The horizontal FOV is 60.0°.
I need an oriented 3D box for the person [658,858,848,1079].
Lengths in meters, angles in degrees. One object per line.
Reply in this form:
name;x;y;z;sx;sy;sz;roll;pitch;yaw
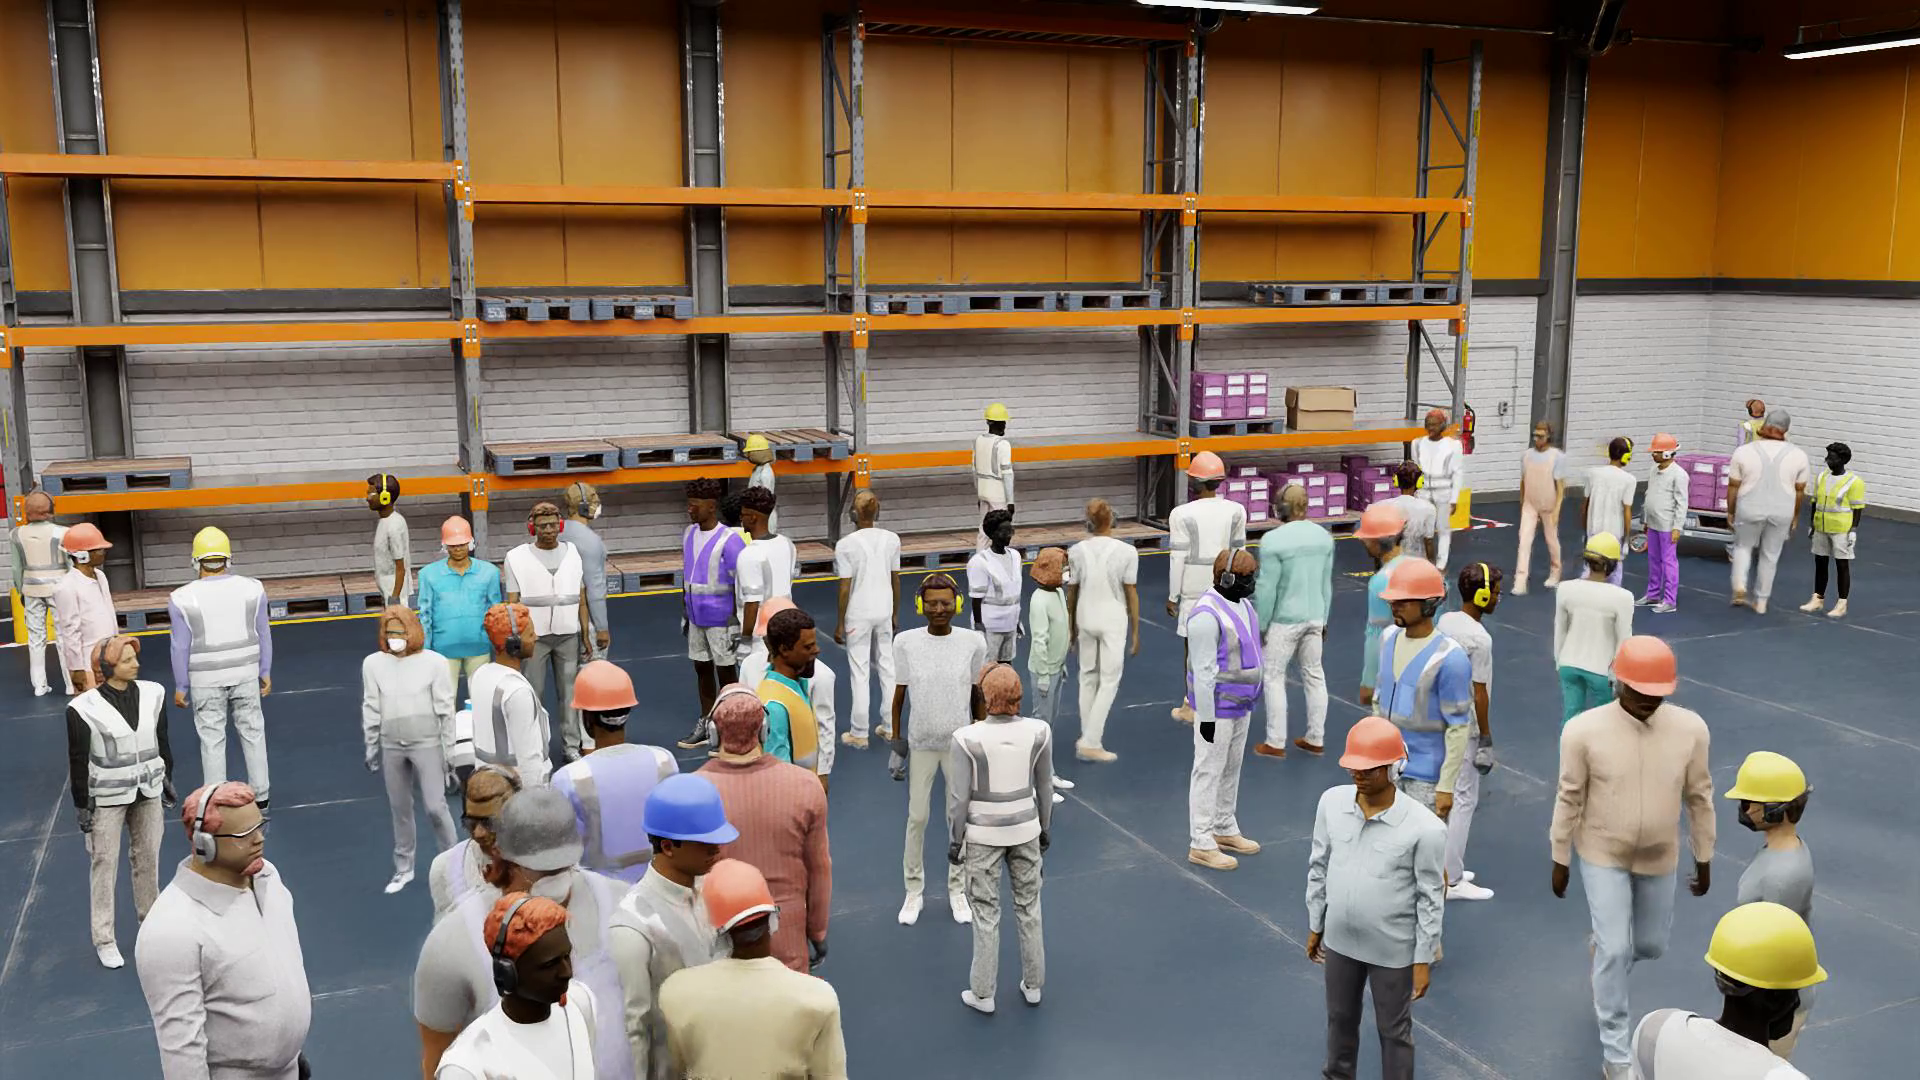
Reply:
person;-0.600;1.785;5.026;0.578;1.733;0.411;1;10;8

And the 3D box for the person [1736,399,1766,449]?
person;10.082;-0.972;21.170;0.514;1.641;0.307;-3;10;-17

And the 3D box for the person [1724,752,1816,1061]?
person;2.862;1.616;5.939;0.342;1.754;0.531;5;11;25

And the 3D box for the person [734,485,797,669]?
person;-1.311;0.609;11.115;0.369;1.967;0.601;4;11;22

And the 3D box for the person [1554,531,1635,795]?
person;4.004;0.815;10.564;0.524;1.754;0.392;9;14;43

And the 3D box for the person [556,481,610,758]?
person;-2.604;0.557;11.499;0.371;1.941;0.627;-8;13;-38

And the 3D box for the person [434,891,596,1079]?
person;-1.098;1.826;4.349;0.356;1.883;0.574;3;10;19

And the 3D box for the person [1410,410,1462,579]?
person;4.968;-0.437;17.508;0.593;1.829;0.967;7;12;34

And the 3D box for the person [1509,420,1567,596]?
person;5.994;-0.346;17.135;0.504;1.804;0.965;8;13;40

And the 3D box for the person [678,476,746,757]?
person;-1.736;0.527;11.589;0.612;1.963;0.363;9;13;41

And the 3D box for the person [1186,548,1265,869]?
person;1.524;0.952;9.539;0.429;1.837;0.624;6;12;32

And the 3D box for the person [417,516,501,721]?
person;-3.347;0.704;11.182;0.560;1.752;0.326;-4;11;-23

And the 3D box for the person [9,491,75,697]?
person;-7.168;0.433;13.085;0.513;1.638;0.307;-1;10;-3

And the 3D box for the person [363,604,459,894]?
person;-2.985;1.141;9.055;0.511;1.627;0.288;1;10;8

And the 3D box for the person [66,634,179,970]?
person;-4.130;1.271;8.232;0.310;1.644;0.523;6;12;32

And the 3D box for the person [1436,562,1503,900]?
person;2.736;1.031;9.015;0.338;1.858;0.524;-2;10;-10

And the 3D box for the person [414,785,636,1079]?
person;-1.162;1.655;4.877;0.698;2.000;1.019;-7;12;-36

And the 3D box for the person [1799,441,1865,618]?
person;8.391;-0.101;15.981;0.317;1.697;0.540;-4;11;-23

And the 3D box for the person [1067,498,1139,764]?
person;0.969;0.627;11.470;0.534;1.815;0.481;4;11;24

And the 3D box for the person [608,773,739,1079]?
person;-0.868;1.660;5.159;0.408;1.940;0.605;4;11;20

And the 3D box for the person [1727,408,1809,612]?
person;7.801;-0.296;16.118;0.698;2.000;0.595;4;10;20

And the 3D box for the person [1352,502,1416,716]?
person;2.608;0.769;10.051;0.524;2.018;0.613;6;12;32

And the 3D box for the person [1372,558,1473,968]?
person;2.196;1.092;8.111;0.394;2.044;0.609;-4;11;-23

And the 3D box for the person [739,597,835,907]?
person;-0.917;1.151;8.607;0.564;1.751;0.330;4;11;21

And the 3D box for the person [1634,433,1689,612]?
person;6.843;-0.172;16.238;0.338;1.747;0.569;-2;10;-10

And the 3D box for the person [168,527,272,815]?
person;-4.543;0.827;10.243;0.588;1.835;0.403;-8;12;-38

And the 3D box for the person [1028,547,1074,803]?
person;0.581;0.850;10.690;0.285;1.633;0.498;3;10;17

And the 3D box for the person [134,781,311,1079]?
person;-2.219;1.672;5.168;0.410;1.909;0.643;1;10;4

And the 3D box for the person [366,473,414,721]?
person;-4.250;0.431;12.416;0.328;1.873;0.521;-4;11;-22

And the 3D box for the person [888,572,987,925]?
person;-0.108;1.080;8.667;0.532;1.874;0.311;0;10;-2

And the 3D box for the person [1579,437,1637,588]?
person;5.873;-0.024;15.212;0.685;1.829;0.523;-9;14;-43

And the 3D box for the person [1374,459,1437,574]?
person;3.553;0.290;13.274;0.511;1.860;0.332;7;12;33

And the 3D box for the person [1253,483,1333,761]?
person;2.311;0.569;11.522;0.634;1.921;0.445;-7;12;-34

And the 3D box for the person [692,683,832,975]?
person;-0.802;1.476;6.283;0.636;1.914;0.405;-2;10;-13

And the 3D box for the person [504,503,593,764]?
person;-2.763;0.655;11.197;0.566;1.846;0.387;-6;11;-30

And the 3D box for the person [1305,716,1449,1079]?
person;1.575;1.531;6.421;0.568;1.751;0.329;9;13;42

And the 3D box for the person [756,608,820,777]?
person;-0.796;1.249;7.579;0.376;1.915;0.600;0;10;-1

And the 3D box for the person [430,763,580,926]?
person;-1.520;1.629;5.631;0.518;1.836;0.346;0;10;0

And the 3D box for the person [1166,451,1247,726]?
person;1.809;0.360;12.320;0.607;2.048;0.365;-3;10;-18

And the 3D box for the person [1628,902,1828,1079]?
person;1.935;1.831;4.187;0.366;1.926;0.594;-5;11;-24

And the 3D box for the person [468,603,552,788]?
person;-2.088;1.224;7.819;0.355;1.883;0.574;-8;12;-38

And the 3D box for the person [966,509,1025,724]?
person;0.263;0.616;11.853;0.320;1.697;0.531;8;13;40

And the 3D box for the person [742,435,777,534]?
person;-1.954;-0.167;16.258;0.324;1.736;0.485;-3;10;-15

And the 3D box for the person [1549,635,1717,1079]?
person;2.848;1.309;7.140;0.663;1.953;0.850;1;10;4

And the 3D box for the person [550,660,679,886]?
person;-1.361;1.422;6.545;0.542;1.928;0.379;-8;13;-39

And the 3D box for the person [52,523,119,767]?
person;-5.658;0.757;10.869;0.329;1.751;0.573;-1;10;-5

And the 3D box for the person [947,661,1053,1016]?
person;0.190;1.372;7.666;0.521;1.638;0.311;-4;11;-20

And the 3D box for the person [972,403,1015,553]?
person;0.365;-0.468;17.436;0.363;1.928;0.587;-8;13;-39

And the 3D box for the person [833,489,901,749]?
person;-0.654;0.558;11.761;0.506;1.847;0.345;-6;11;-30
